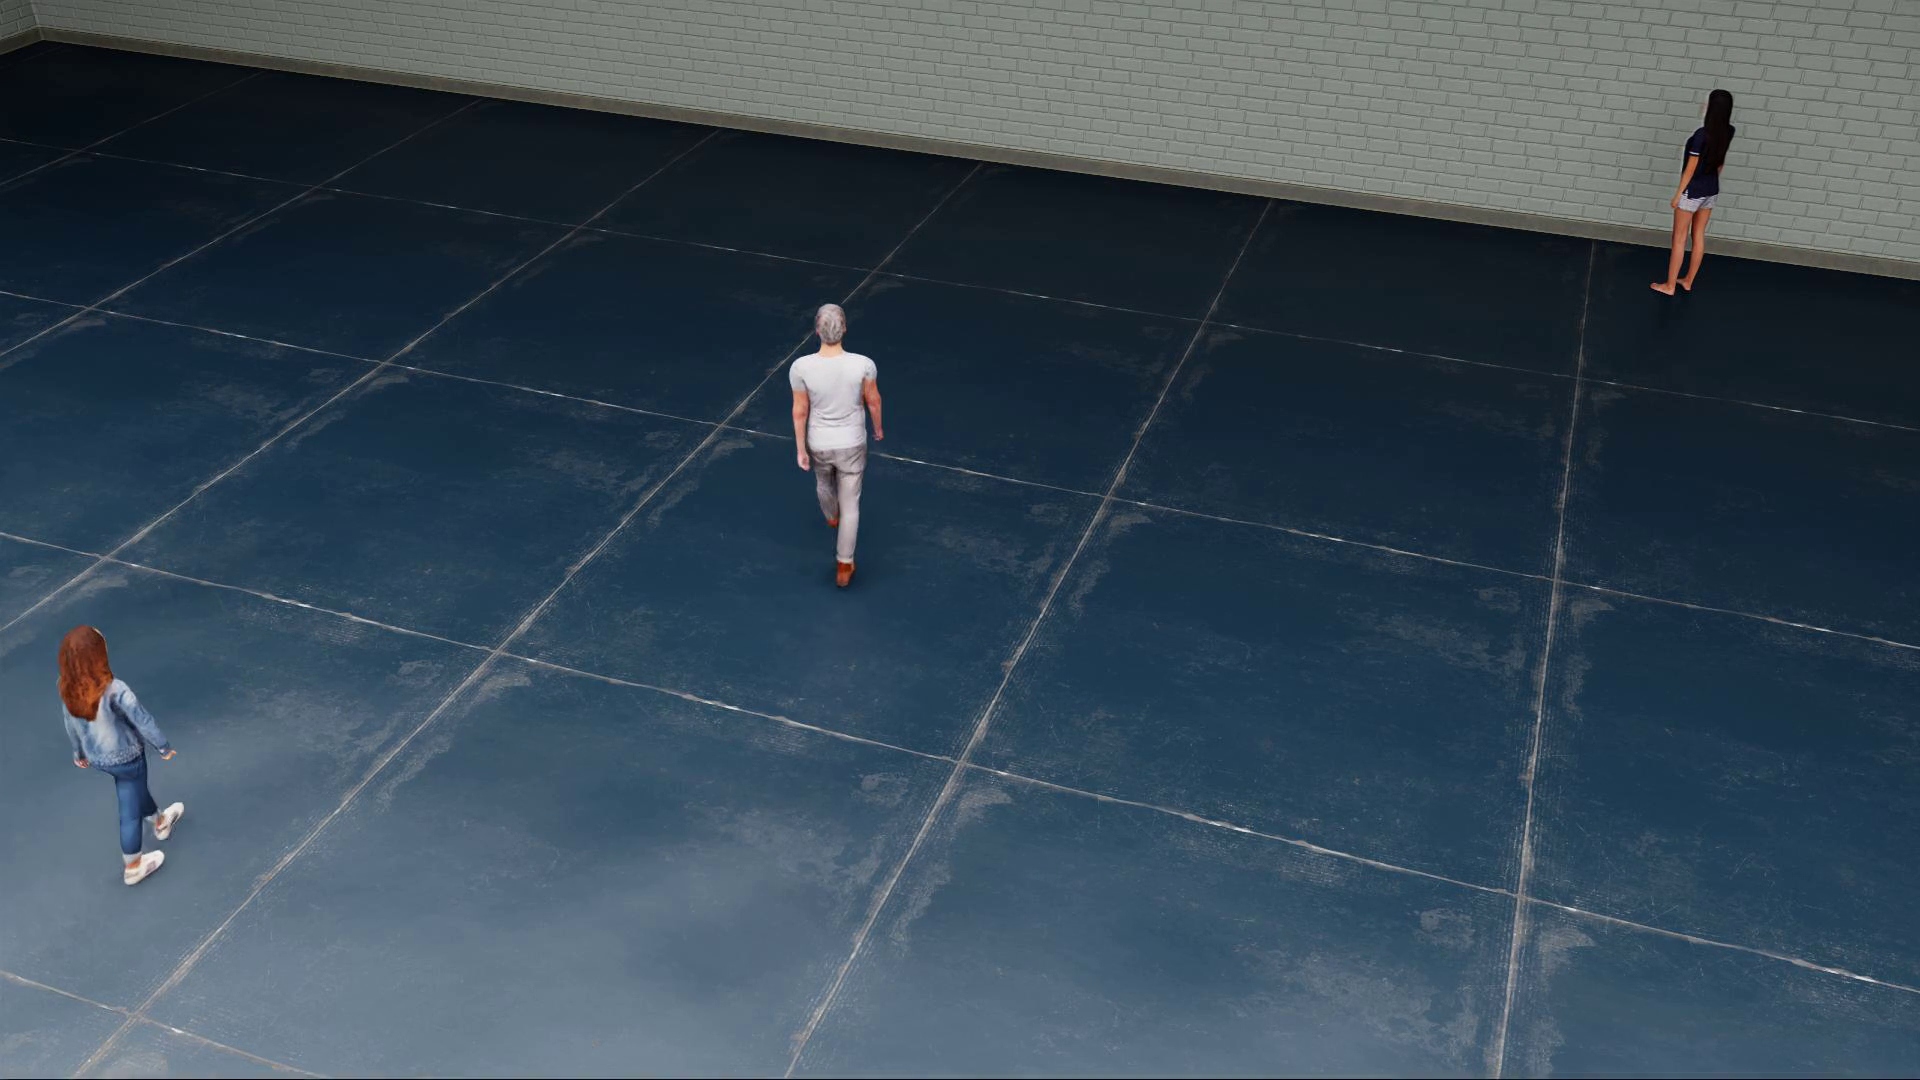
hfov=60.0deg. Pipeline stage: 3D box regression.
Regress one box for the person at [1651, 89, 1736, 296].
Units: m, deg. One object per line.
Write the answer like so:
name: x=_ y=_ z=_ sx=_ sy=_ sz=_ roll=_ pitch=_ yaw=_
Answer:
person: x=6.210 y=-2.916 z=13.996 sx=0.649 sy=1.767 sz=0.702 roll=-13 pitch=35 yaw=-19

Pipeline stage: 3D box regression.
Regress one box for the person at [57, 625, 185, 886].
person: x=-4.170 y=1.090 z=8.115 sx=0.622 sy=1.463 sz=0.773 roll=9 pitch=34 yaw=14

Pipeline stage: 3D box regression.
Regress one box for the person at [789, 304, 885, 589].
person: x=-0.759 y=-0.537 z=10.324 sx=0.932 sy=1.783 sz=1.238 roll=2 pitch=33 yaw=2
